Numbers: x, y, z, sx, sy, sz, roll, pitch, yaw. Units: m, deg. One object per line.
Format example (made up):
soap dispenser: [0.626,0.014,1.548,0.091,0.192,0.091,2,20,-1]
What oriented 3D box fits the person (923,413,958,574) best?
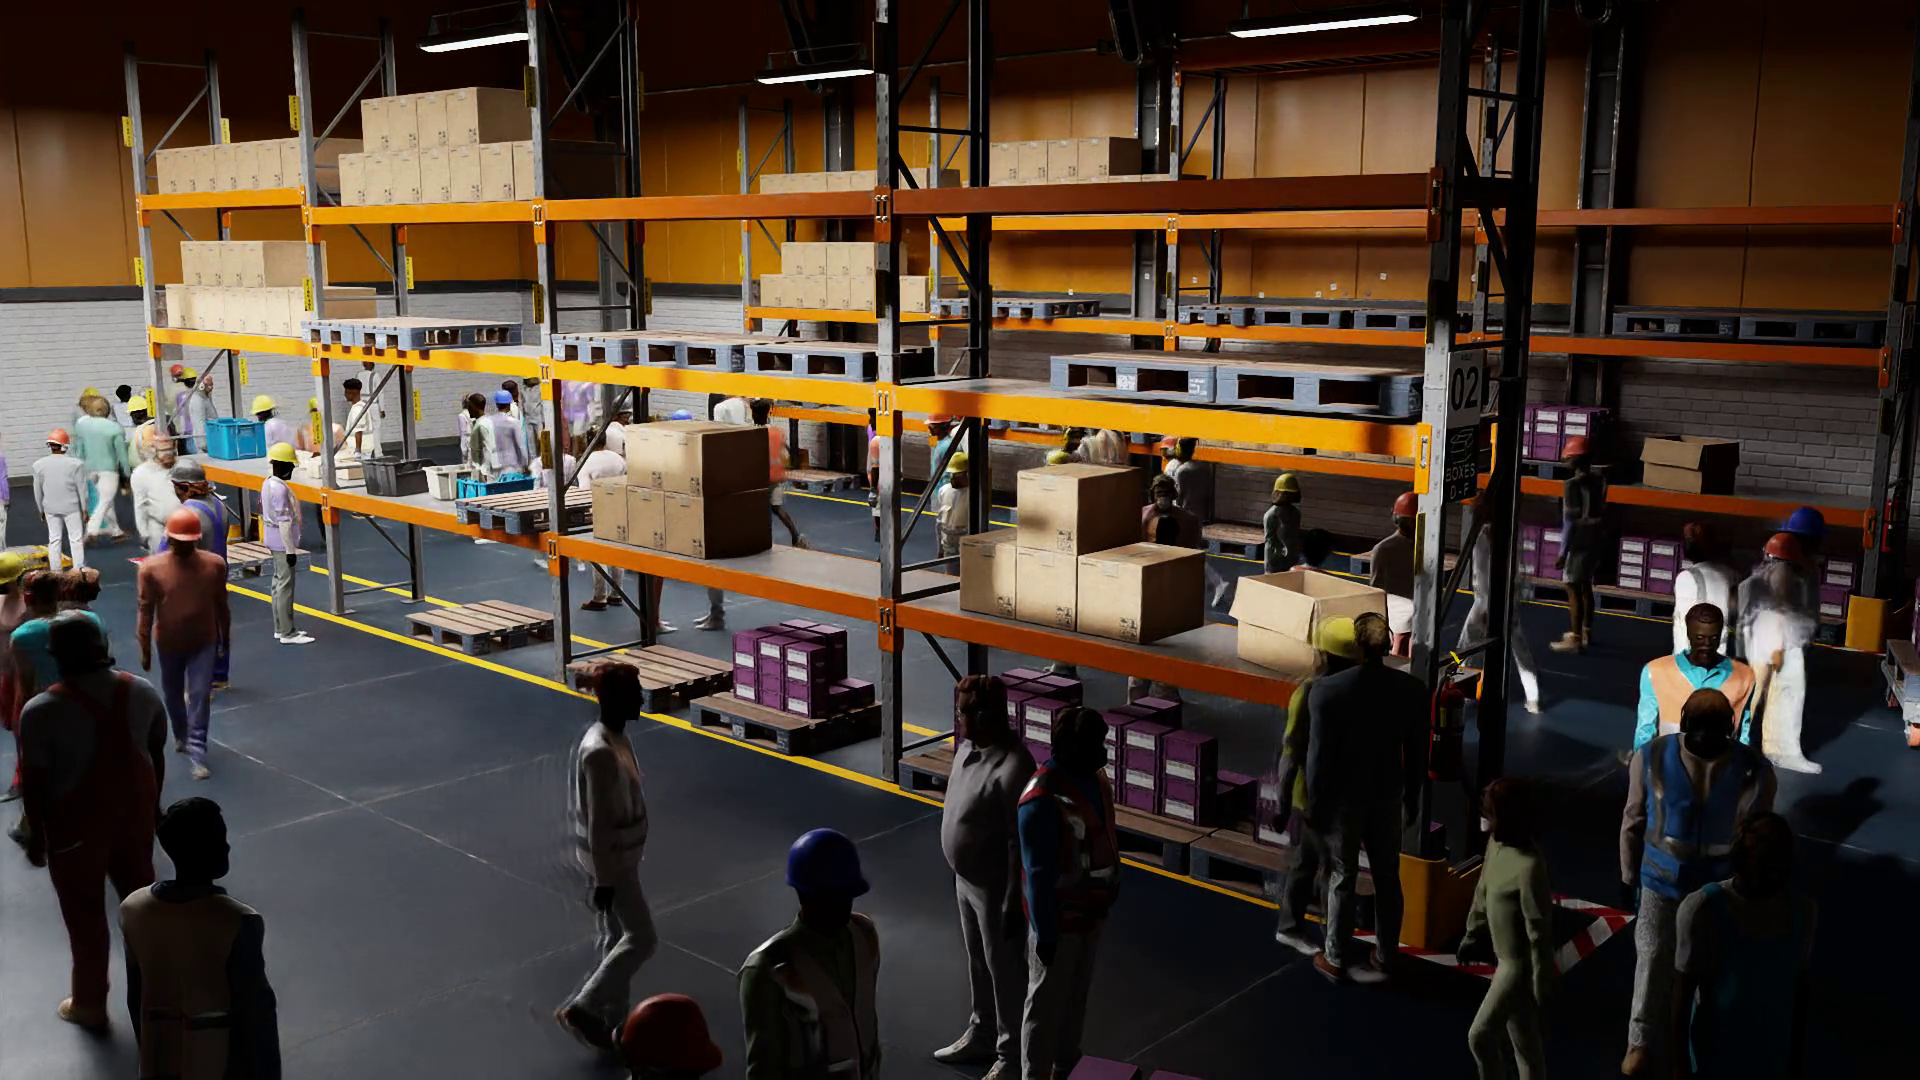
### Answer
person: [-0.191,-0.487,18.506,0.441,2.031,0.623,-1,10,-3]

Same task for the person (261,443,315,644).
person: [-6.427,0.031,15.842,0.369,1.925,0.586,-6,12,-32]

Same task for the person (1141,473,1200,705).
person: [1.651,0.407,13.680,0.635,1.937,0.352,-1,10,-4]

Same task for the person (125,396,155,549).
person: [-10.190,-0.849,20.864,0.399,1.911,0.595,-5,11,-27]

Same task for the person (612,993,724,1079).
person: [-0.829,2.095,4.699,0.354,1.738,0.574,-1,10,-7]

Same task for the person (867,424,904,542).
person: [-0.919,-0.909,21.182,0.390,1.923,0.549,8,13,39]

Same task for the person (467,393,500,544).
person: [-6.062,-0.914,21.206,0.374,1.916,0.596,-3,11,-18]

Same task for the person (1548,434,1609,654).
person: [5.762,0.033,15.522,0.611,2.039,0.396,-9,14,-42]

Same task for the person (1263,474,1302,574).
person: [2.932,0.264,15.042,0.295,1.744,0.489,10,14,44]

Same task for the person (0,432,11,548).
person: [-11.431,-0.493,19.647,0.525,1.631,0.313,4,11,21]

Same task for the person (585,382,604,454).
person: [-6.431,-2.177,29.162,0.312,1.632,0.519,6,12,31]

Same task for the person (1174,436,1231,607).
person: [2.452,-0.187,17.356,0.558,1.832,0.723,-10,14,-44]

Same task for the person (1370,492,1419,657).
person: [3.298,0.619,12.358,0.617,1.986,0.408,-6,12,-31]

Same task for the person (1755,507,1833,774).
person: [5.949,0.693,12.072,0.693,1.931,0.613,9,13,40]

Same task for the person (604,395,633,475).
person: [-3.946,-0.712,19.717,0.535,2.000,0.686,0,10,-2]

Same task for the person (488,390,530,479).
person: [-6.021,-1.019,21.852,0.606,1.905,0.979,5,11,27]

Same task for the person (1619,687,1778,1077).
person: [3.295,1.553,7.482,0.633,1.839,0.429,4,11,22]

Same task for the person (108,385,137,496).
person: [-12.583,-1.502,25.164,0.530,1.693,0.321,-2,10,-13]

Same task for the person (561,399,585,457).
person: [-6.974,-2.419,29.736,0.642,1.913,0.409,-8,13,-37]

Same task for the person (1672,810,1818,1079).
person: [2.774,1.832,5.928,0.502,1.837,0.341,-1,10,-6]

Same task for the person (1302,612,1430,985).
person: [2.065,1.319,8.522,0.638,1.938,0.357,-1,10,-7]

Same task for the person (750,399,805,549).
person: [-2.320,-0.764,20.307,0.846,1.938,0.603,7,12,35]

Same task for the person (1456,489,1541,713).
person: [4.368,0.485,13.600,0.651,1.825,0.926,-7,12,-36]

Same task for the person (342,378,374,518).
person: [-8.358,-1.278,23.170,0.374,1.958,0.599,-3,11,-17]

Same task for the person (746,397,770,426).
person: [-2.951,-1.381,24.349,0.348,1.740,0.574,-2,10,-13]

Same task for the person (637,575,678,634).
person: [-3.008,-0.026,16.222,0.405,1.909,0.597,-6,12,-30]

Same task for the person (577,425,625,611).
person: [-3.741,-0.231,17.289,0.373,1.940,0.630,6,12,30]

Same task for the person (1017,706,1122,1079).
person: [0.480,1.608,7.207,0.431,1.835,0.623,5,11,28]

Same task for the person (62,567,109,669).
person: [-5.905,0.993,11.241,0.313,1.634,0.514,-6,12,-32]

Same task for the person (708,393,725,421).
person: [-3.628,-1.673,25.276,0.381,1.994,0.622,-1,10,-8]

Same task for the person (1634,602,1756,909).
person: [3.904,1.263,8.900,0.597,1.916,0.371,1,10,6]

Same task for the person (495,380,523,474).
person: [-6.273,-1.268,23.205,0.392,1.920,0.587,-9,13,-40]

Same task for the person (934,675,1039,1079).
person: [0.114,1.528,7.445,0.402,1.904,0.639,-4,11,-21]
